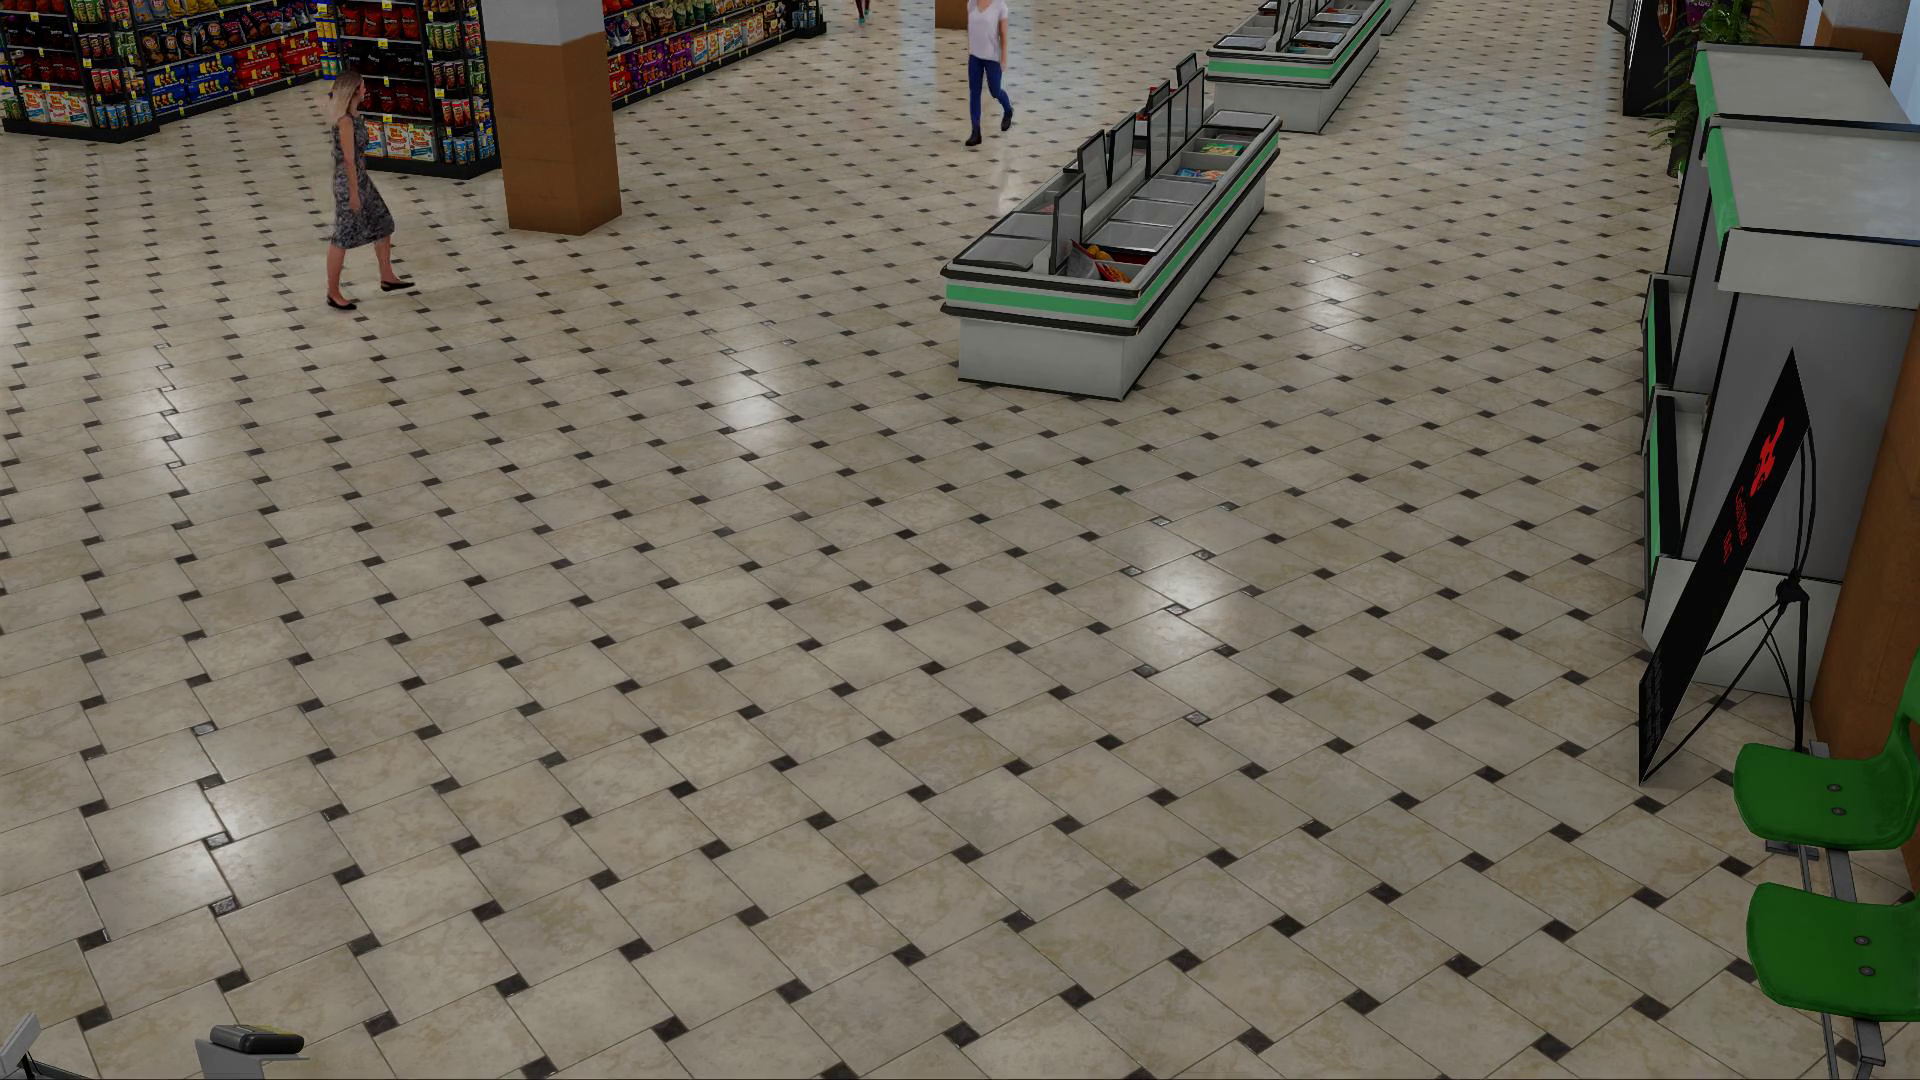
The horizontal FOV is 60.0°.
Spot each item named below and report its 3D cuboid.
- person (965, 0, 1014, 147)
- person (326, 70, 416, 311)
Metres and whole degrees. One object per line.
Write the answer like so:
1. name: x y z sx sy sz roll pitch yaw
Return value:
1. person: 0.299 -4.752 16.439 0.706 1.660 1.073 14 30 25
2. person: -4.459 -2.519 12.038 0.972 1.660 0.939 -3 27 -5
